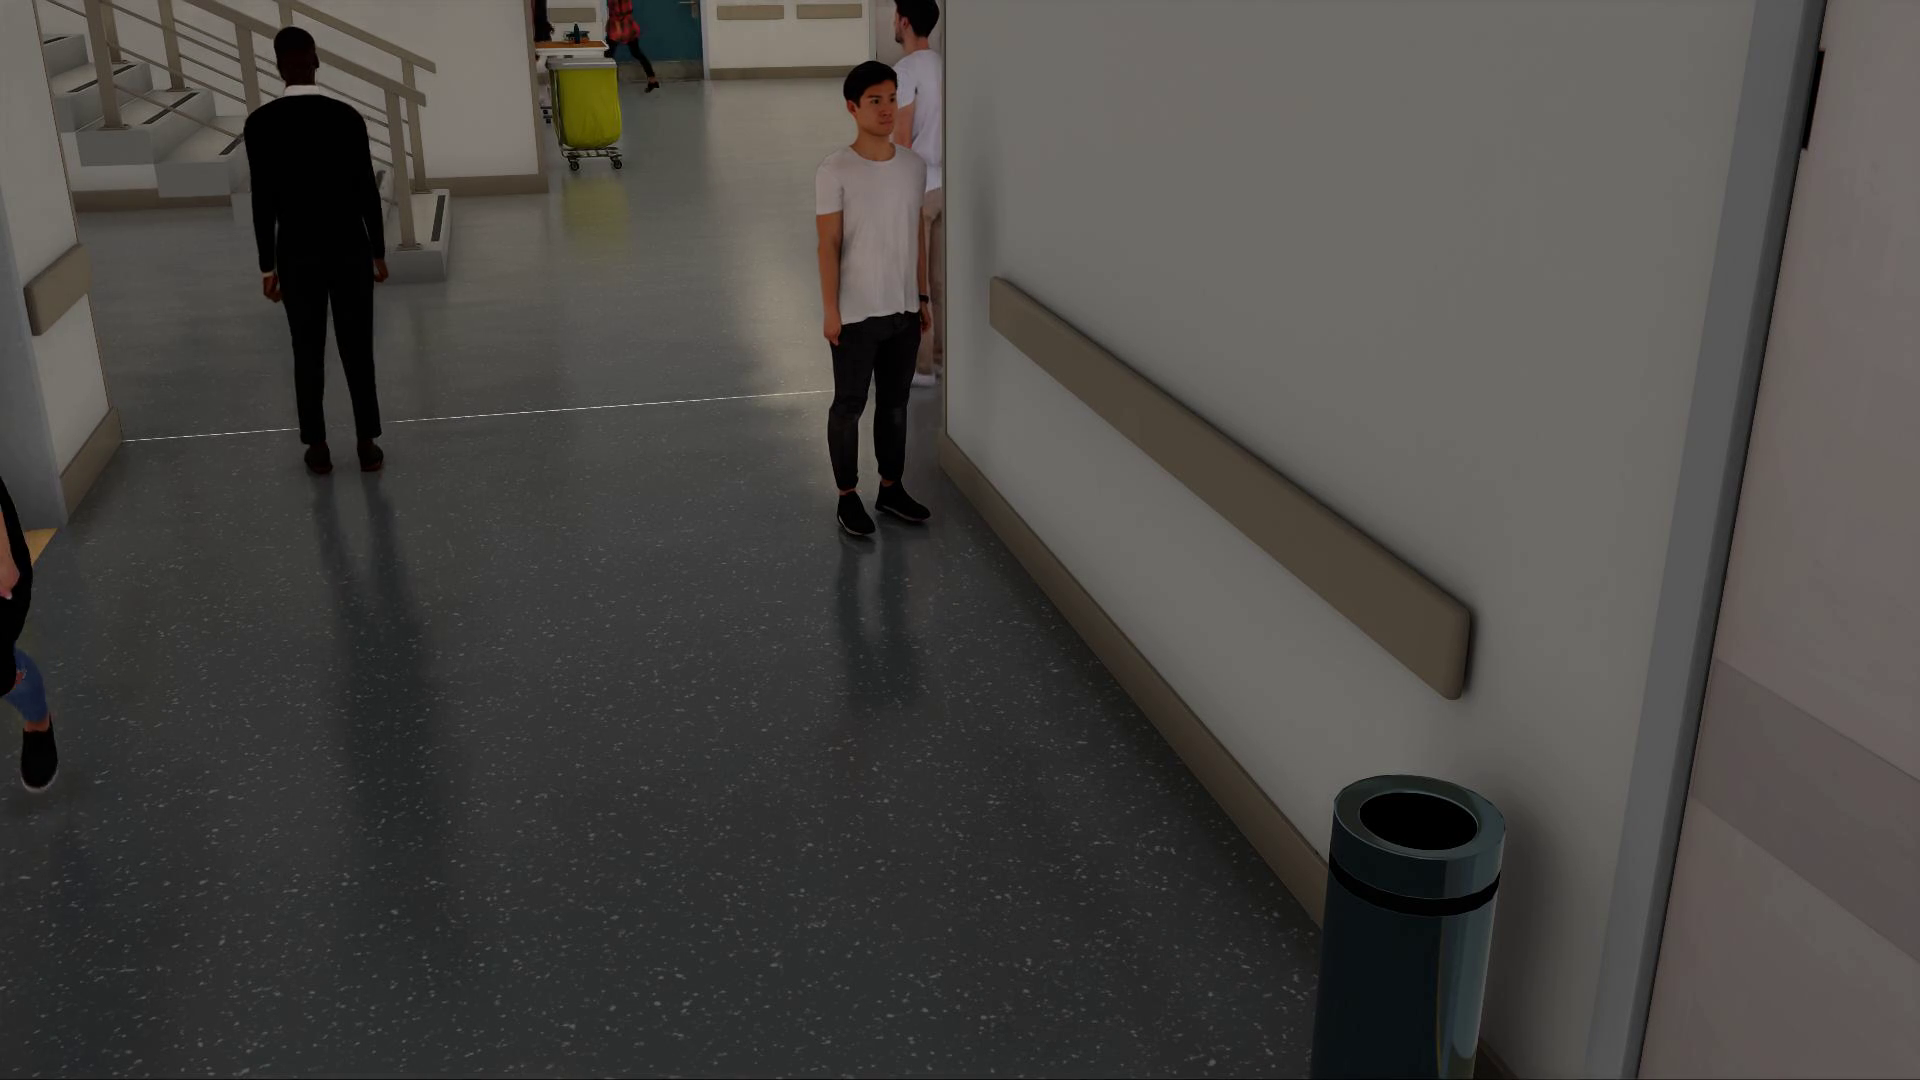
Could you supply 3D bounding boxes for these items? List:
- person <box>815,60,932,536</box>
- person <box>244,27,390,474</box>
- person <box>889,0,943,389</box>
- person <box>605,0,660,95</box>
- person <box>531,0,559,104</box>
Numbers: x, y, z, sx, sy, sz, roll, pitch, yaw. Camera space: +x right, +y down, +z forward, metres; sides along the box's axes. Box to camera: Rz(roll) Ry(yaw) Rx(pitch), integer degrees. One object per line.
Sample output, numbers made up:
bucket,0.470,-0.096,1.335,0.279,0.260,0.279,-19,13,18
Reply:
person,-0.318,-0.896,6.179,0.604,1.722,0.754,-15,25,-34
person,-2.570,-1.150,6.773,0.565,1.807,0.740,-8,22,-20
person,-0.198,-1.690,8.085,0.808,1.886,0.761,10,23,25
person,-4.142,-6.387,20.815,1.232,1.655,1.077,8,22,20
person,-5.170,-6.153,20.030,0.721,1.772,0.690,-3,21,-9
